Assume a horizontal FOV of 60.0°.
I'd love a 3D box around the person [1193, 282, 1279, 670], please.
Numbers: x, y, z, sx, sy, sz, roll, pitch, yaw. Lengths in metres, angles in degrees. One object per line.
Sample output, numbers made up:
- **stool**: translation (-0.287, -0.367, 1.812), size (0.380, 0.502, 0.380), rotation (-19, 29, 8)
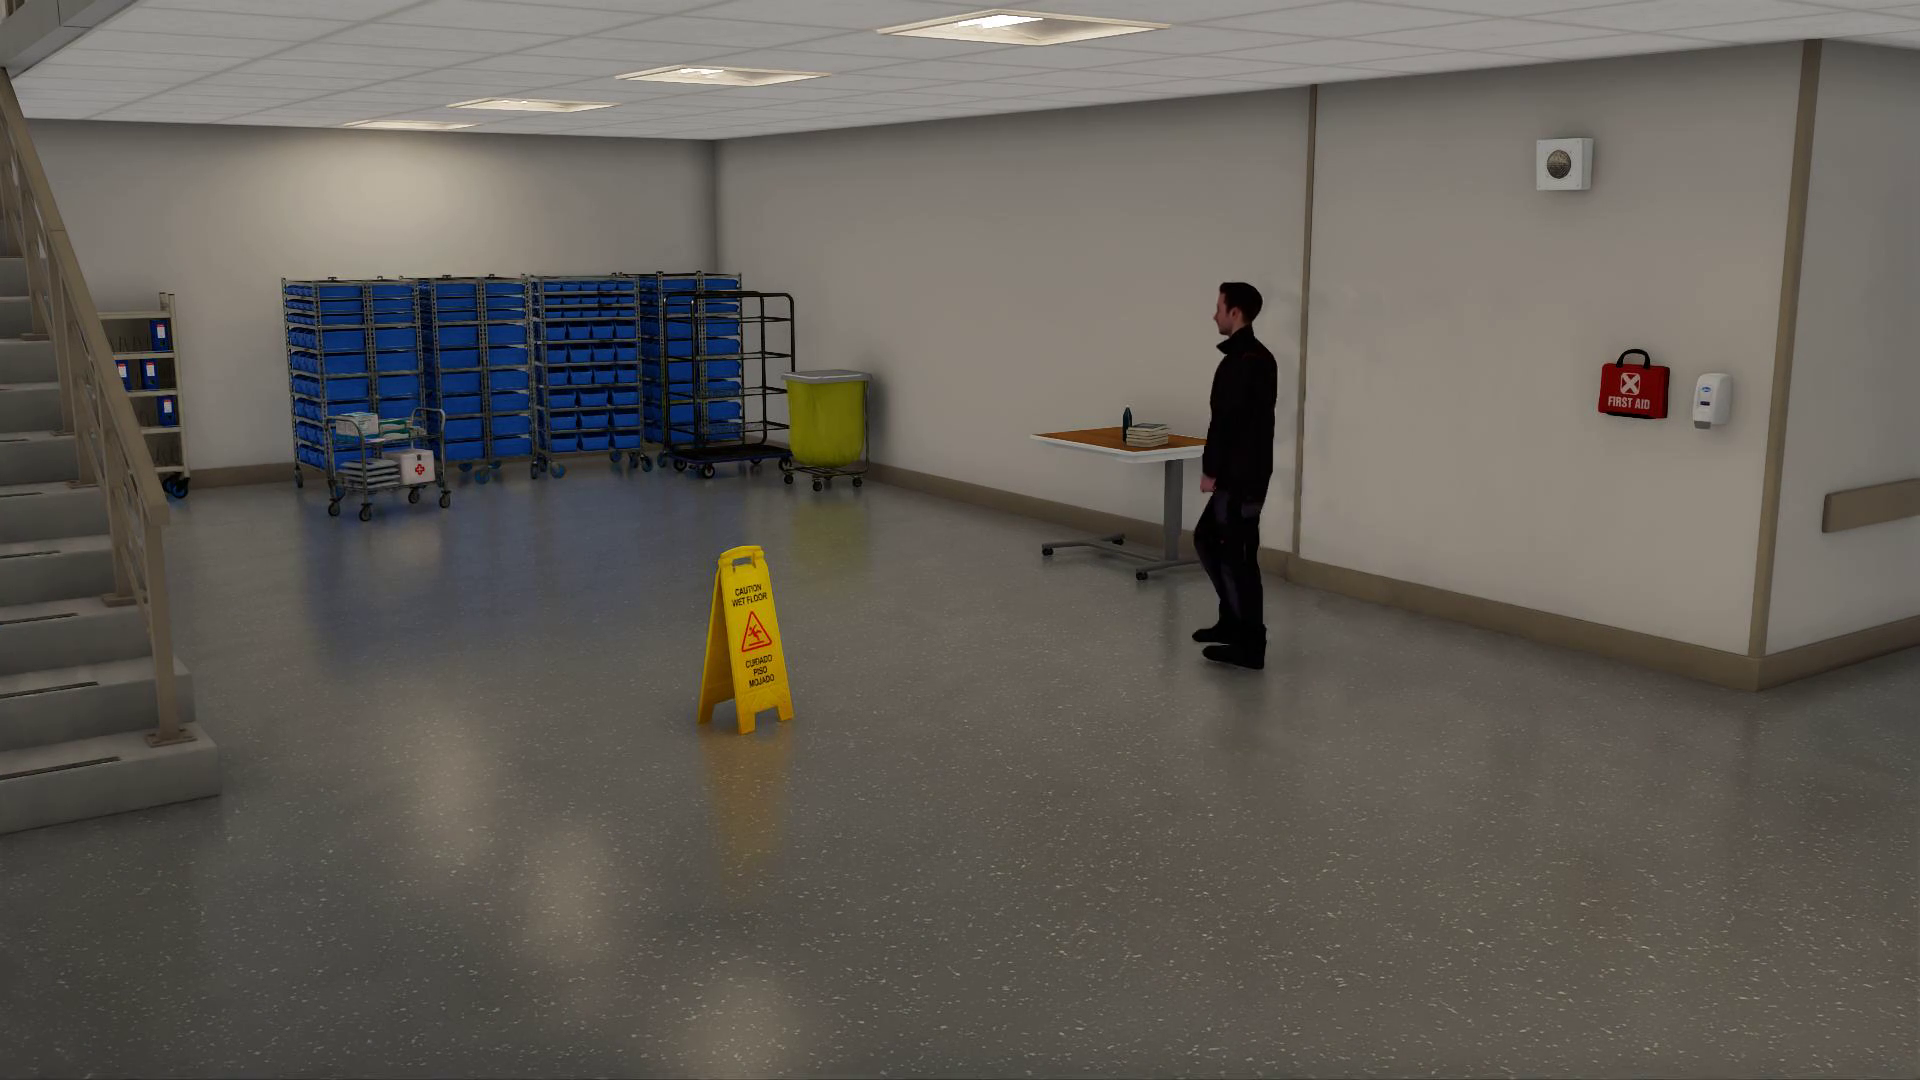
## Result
- **person**: translation (1.448, -0.305, 8.184), size (0.854, 1.899, 0.821), rotation (4, 12, 22)
